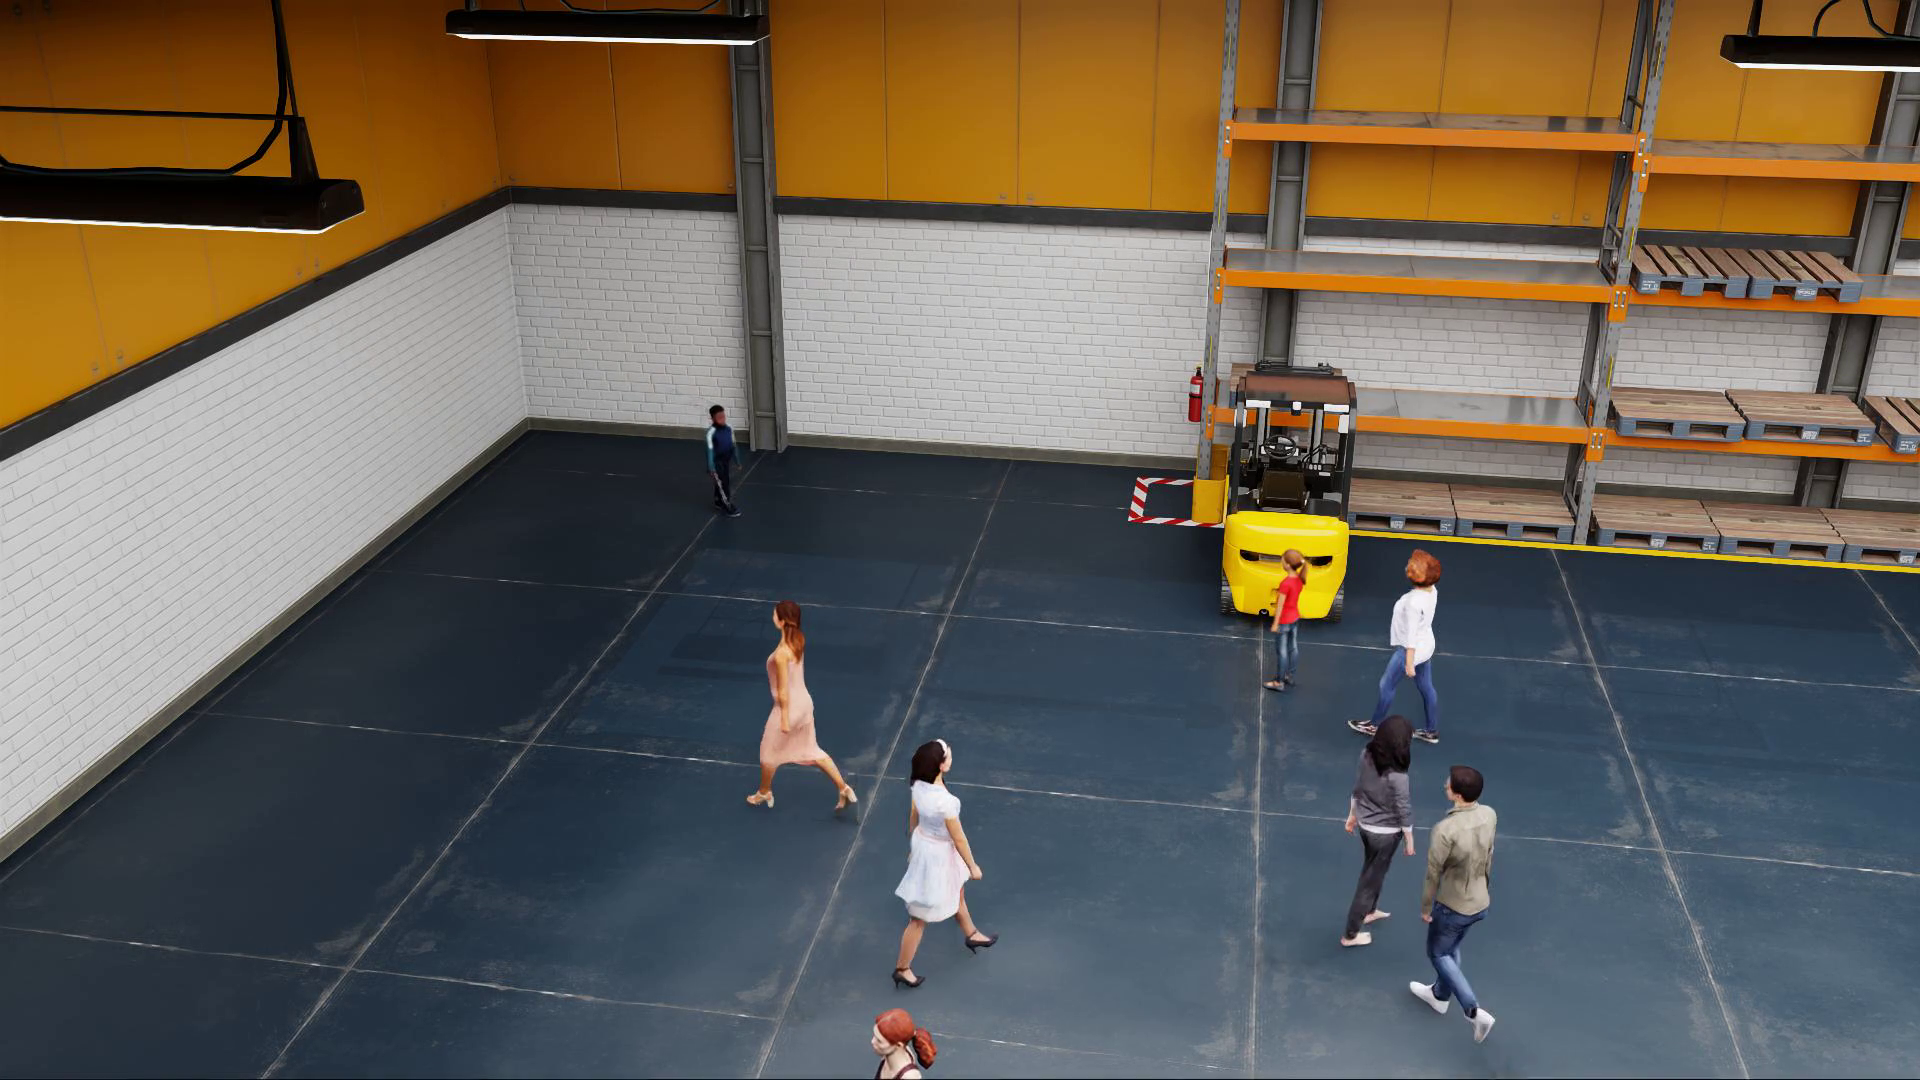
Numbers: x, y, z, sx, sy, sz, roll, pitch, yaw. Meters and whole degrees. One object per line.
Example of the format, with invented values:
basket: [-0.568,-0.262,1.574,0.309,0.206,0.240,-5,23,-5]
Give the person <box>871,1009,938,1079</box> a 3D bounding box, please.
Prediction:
person: [-0.303,3.111,8.438,0.690,1.784,0.652,-8,25,-17]

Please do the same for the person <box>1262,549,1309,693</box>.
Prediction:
person: [2.887,0.695,14.560,0.599,1.307,0.555,19,30,36]

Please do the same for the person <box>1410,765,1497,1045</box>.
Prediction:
person: [3.133,2.277,10.269,1.078,1.845,1.124,-13,27,-27]

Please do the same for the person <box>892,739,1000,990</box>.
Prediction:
person: [-0.245,2.138,10.669,1.167,1.780,1.039,-11,26,-23]

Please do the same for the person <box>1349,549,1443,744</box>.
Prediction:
person: [3.815,0.910,13.597,1.052,1.685,0.905,18,29,35]

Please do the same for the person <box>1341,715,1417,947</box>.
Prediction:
person: [2.710,1.976,11.081,0.901,1.746,0.835,-12,26,-25]

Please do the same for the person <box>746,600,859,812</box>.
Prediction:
person: [-1.184,1.308,12.553,1.191,1.792,0.772,10,26,22]

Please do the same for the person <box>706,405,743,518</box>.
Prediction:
person: [-2.664,-0.903,18.301,0.840,1.239,0.718,19,30,36]
